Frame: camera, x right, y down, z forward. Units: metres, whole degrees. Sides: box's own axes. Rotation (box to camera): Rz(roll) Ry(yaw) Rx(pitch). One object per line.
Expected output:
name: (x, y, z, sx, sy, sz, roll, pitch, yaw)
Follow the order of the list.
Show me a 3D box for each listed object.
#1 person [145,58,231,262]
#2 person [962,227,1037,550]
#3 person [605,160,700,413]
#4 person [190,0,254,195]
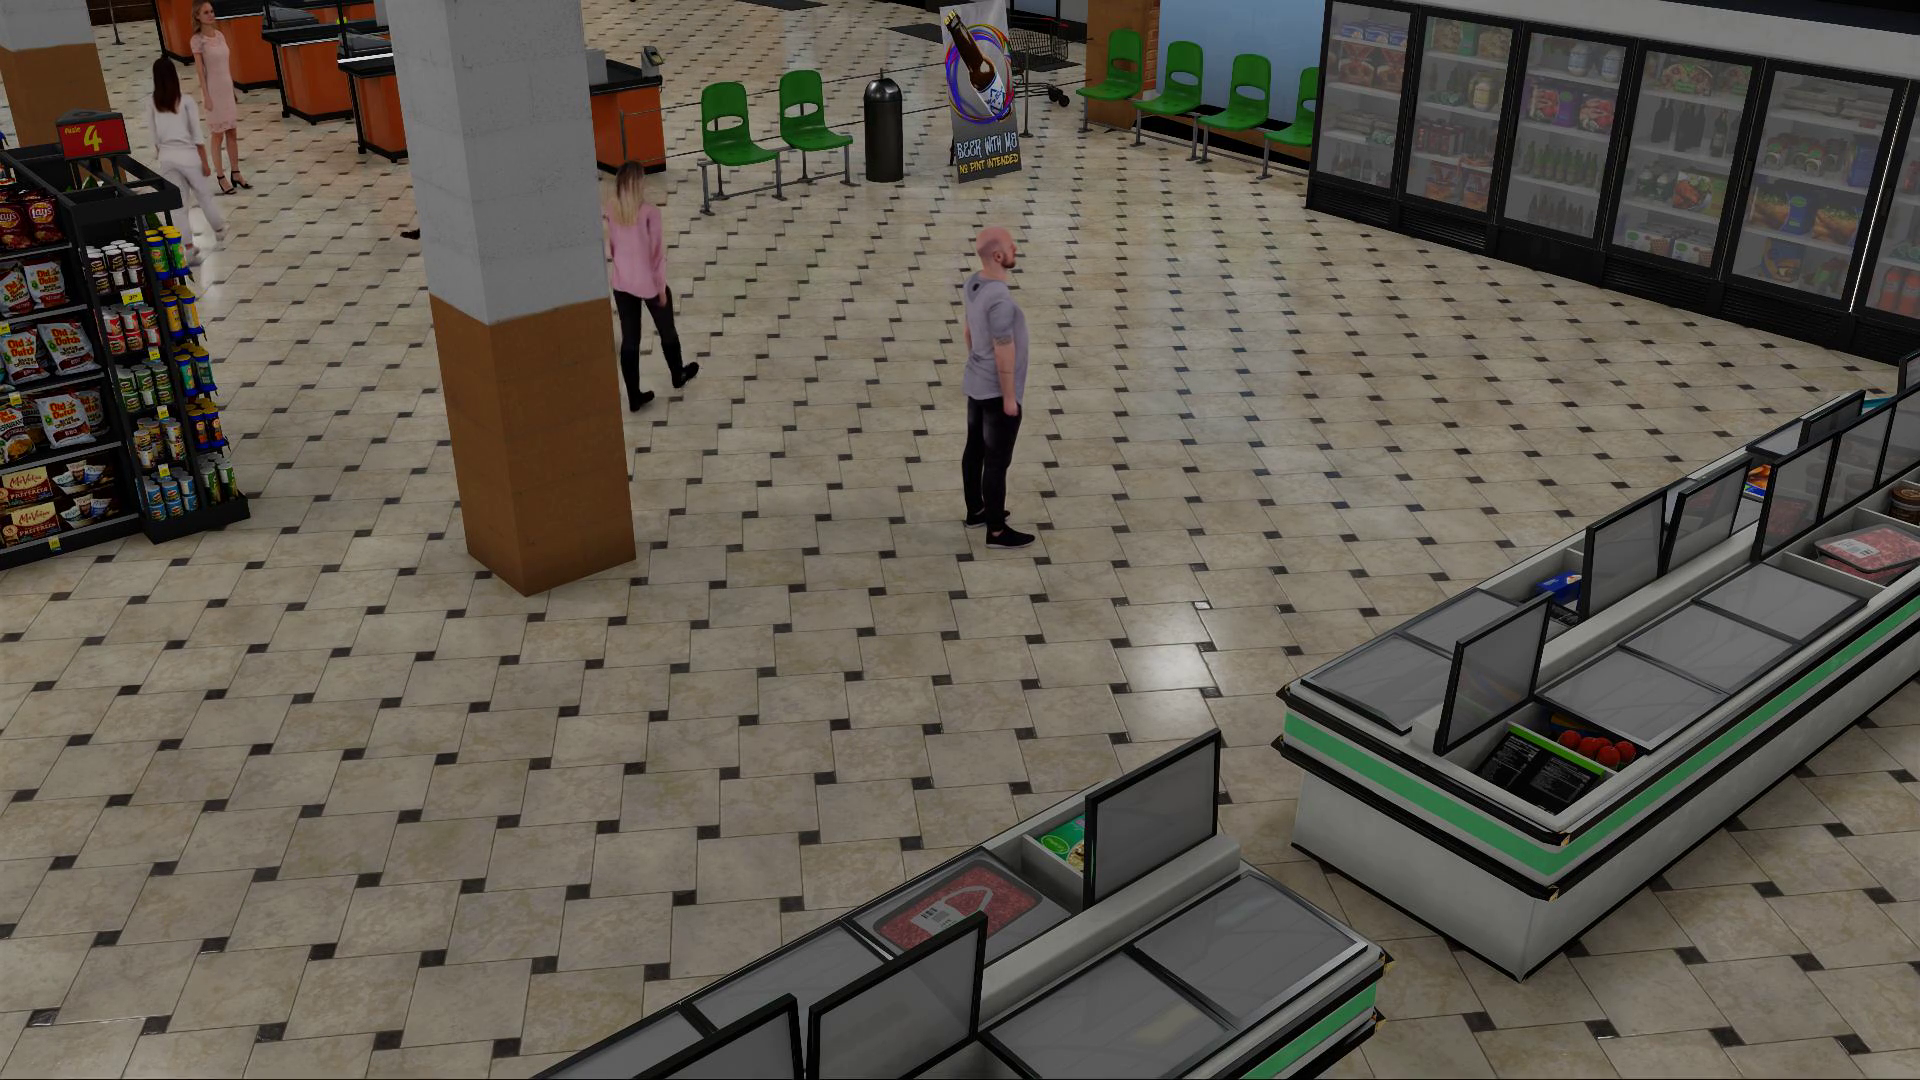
person: (-6.639, -3.204, 14.143, 1.047, 1.654, 1.027, -3, 27, -5)
person: (0.185, -0.864, 9.325, 0.713, 1.838, 0.740, -9, 28, -18)
person: (-2.183, -1.659, 11.085, 0.882, 1.664, 1.044, 11, 29, 20)
person: (-7.192, -4.298, 16.106, 0.695, 1.830, 0.576, 11, 29, 20)
